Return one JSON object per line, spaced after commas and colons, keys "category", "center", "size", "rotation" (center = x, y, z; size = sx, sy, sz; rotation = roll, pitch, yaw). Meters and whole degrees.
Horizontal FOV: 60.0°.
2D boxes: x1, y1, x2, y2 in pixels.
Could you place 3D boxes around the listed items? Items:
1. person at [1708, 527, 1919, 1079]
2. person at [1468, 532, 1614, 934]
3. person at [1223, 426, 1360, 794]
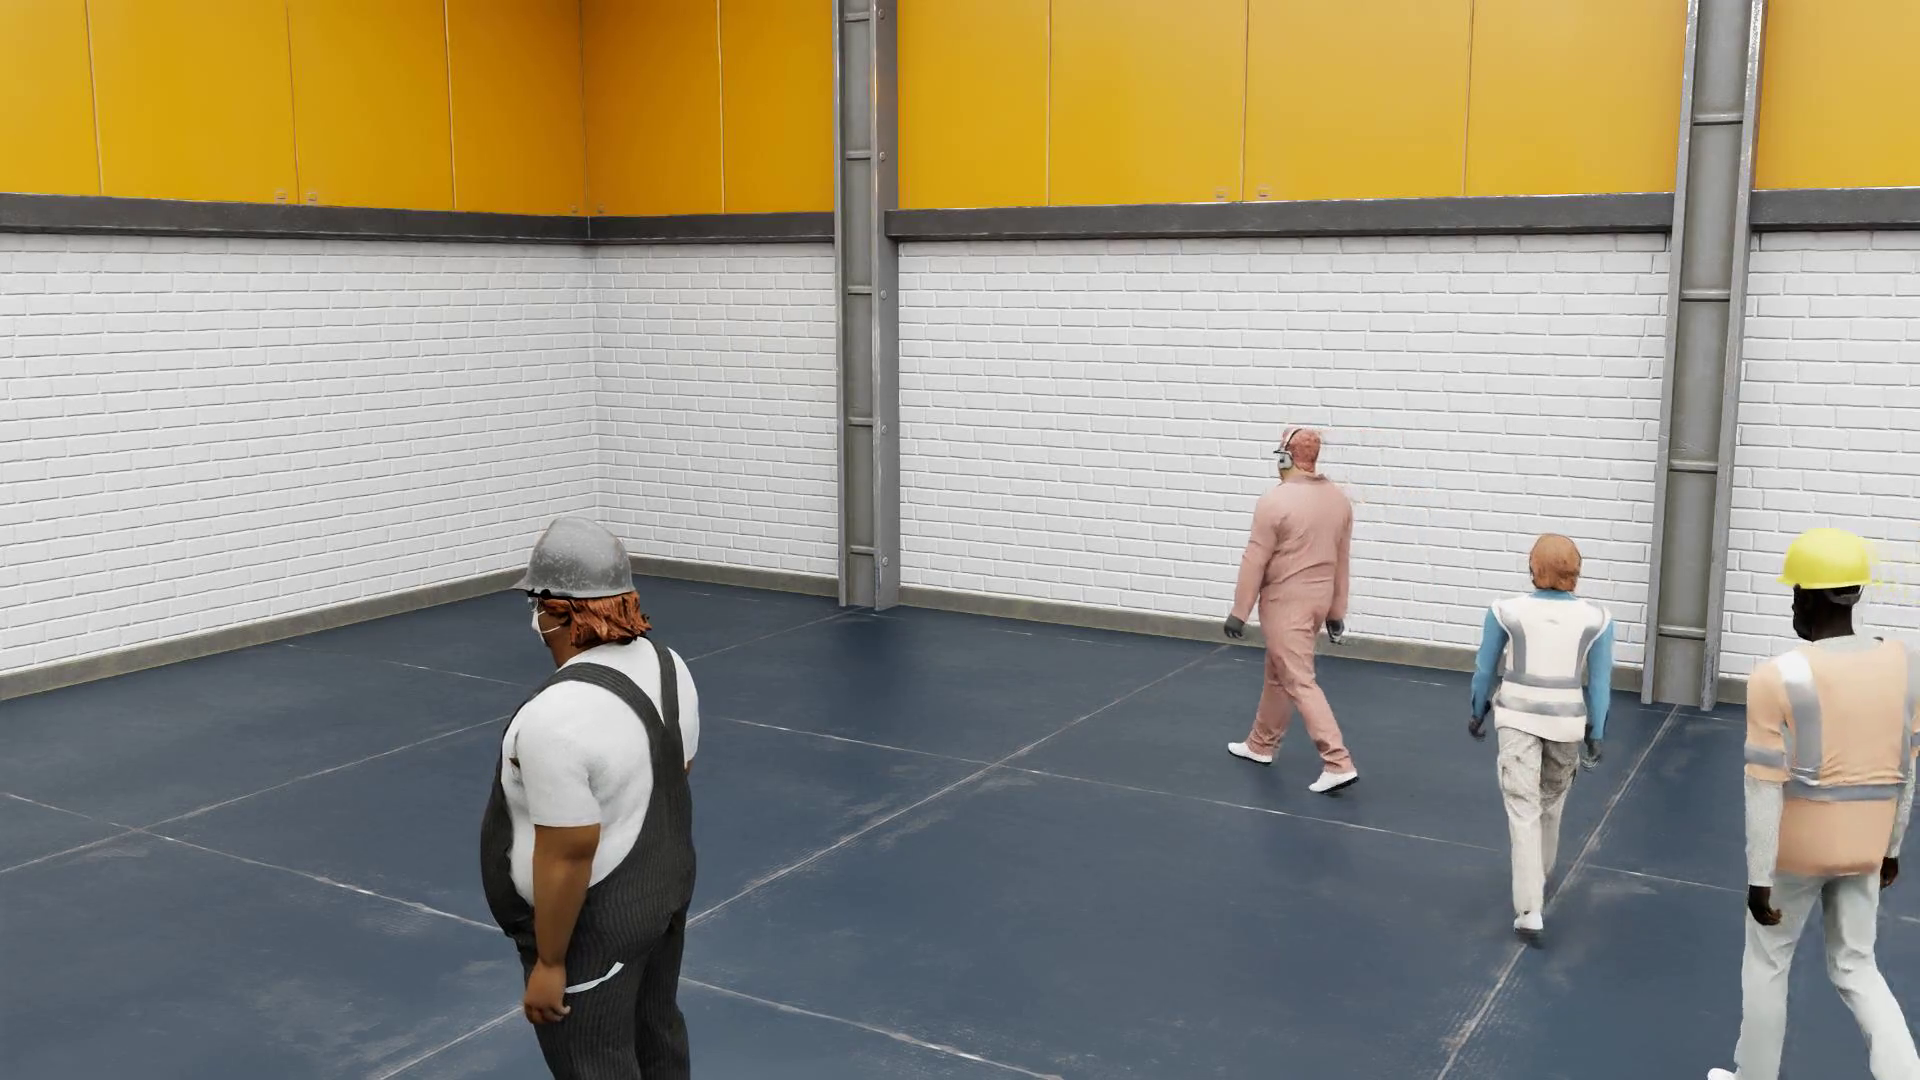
{"category": "person", "center": [2.606, 0.915, 4.945], "size": [0.596, 1.904, 0.766], "rotation": [-1, 9, -7]}
{"category": "person", "center": [2.373, 0.768, 6.812], "size": [0.523, 1.598, 0.853], "rotation": [1, 9, 9]}
{"category": "person", "center": [1.753, 0.346, 8.616], "size": [0.643, 1.865, 0.971], "rotation": [-8, 12, -40]}
